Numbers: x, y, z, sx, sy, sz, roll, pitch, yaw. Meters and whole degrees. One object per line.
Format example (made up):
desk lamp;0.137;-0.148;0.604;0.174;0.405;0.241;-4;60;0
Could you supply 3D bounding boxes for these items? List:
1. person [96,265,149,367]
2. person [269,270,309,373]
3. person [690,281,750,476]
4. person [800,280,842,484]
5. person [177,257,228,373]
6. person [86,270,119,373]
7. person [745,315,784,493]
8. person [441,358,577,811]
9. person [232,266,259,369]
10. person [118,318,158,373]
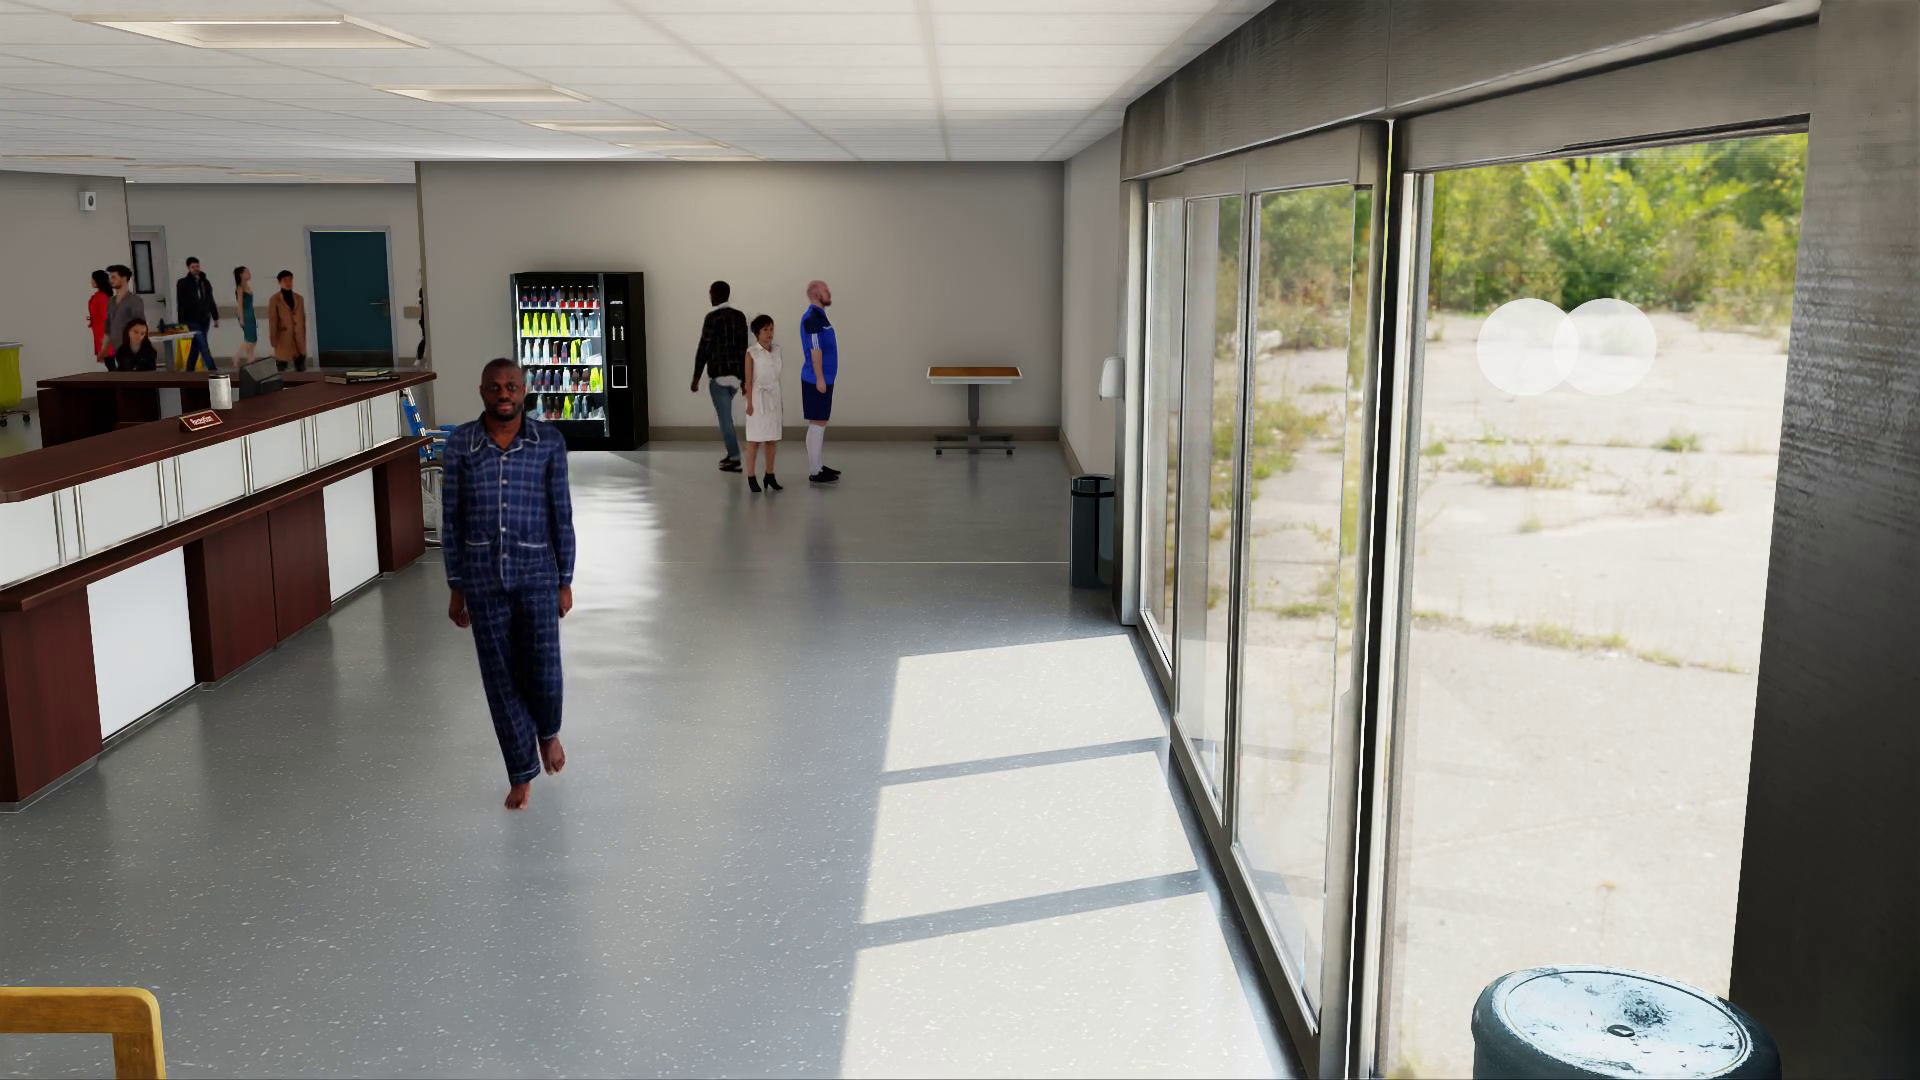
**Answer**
person;-8.993;-2.036;18.163;0.988;1.880;1.029;9;14;39
person;-8.866;-2.674;21.900;1.142;1.697;1.178;-10;14;-41
person;-2.129;-1.500;15.552;0.872;1.800;0.821;9;14;38
person;-1.292;-1.464;15.247;0.551;1.843;0.656;0;11;0
person;-11.132;-3.141;24.154;1.320;1.817;1.095;6;12;27
person;-11.109;-2.629;21.643;0.750;1.747;0.724;-5;12;-26
person;-1.728;-1.208;14.671;0.697;1.555;0.638;10;15;43
person;-1.820;0.161;6.765;0.678;1.812;0.769;-2;11;-8
person;-11.204;-3.414;25.966;0.658;1.677;0.569;0;11;-1
person;-7.859;-1.393;15.892;0.564;1.463;0.830;5;12;25
